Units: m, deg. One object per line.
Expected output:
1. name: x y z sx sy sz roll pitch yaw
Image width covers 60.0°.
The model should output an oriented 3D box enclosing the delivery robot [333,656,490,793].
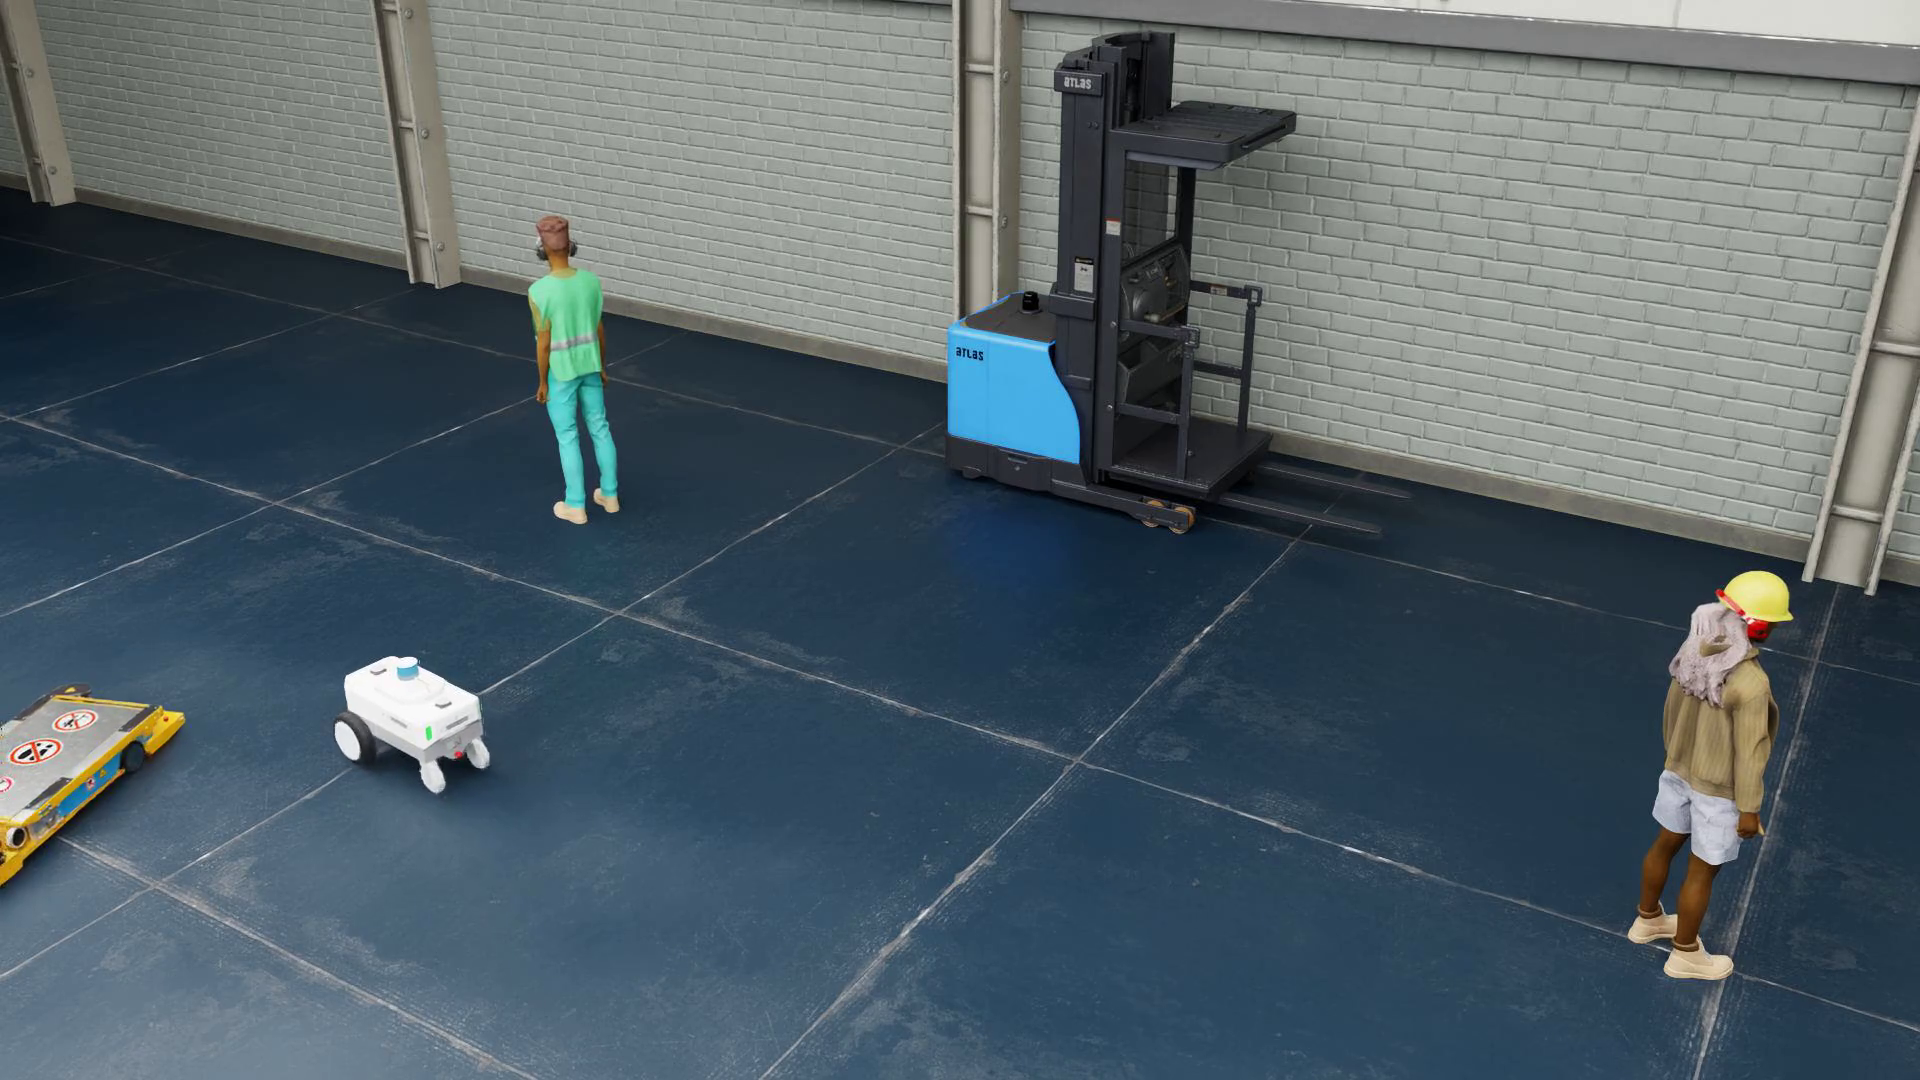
1. delivery robot: -2.678 0.858 8.132 0.818 0.614 0.499 18 31 33

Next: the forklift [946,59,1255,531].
1. forklift: 0.933 -1.707 10.833 1.873 2.768 1.129 15 29 28

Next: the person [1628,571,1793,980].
1. person: 2.933 0.928 6.553 0.413 1.756 0.542 -6 26 -12

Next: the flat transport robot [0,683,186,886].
1. flat transport robot: -4.388 1.137 7.853 0.659 0.231 1.431 5 26 9

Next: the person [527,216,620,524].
1. person: -2.440 -1.059 10.501 0.486 1.977 0.388 -21 32 -37
